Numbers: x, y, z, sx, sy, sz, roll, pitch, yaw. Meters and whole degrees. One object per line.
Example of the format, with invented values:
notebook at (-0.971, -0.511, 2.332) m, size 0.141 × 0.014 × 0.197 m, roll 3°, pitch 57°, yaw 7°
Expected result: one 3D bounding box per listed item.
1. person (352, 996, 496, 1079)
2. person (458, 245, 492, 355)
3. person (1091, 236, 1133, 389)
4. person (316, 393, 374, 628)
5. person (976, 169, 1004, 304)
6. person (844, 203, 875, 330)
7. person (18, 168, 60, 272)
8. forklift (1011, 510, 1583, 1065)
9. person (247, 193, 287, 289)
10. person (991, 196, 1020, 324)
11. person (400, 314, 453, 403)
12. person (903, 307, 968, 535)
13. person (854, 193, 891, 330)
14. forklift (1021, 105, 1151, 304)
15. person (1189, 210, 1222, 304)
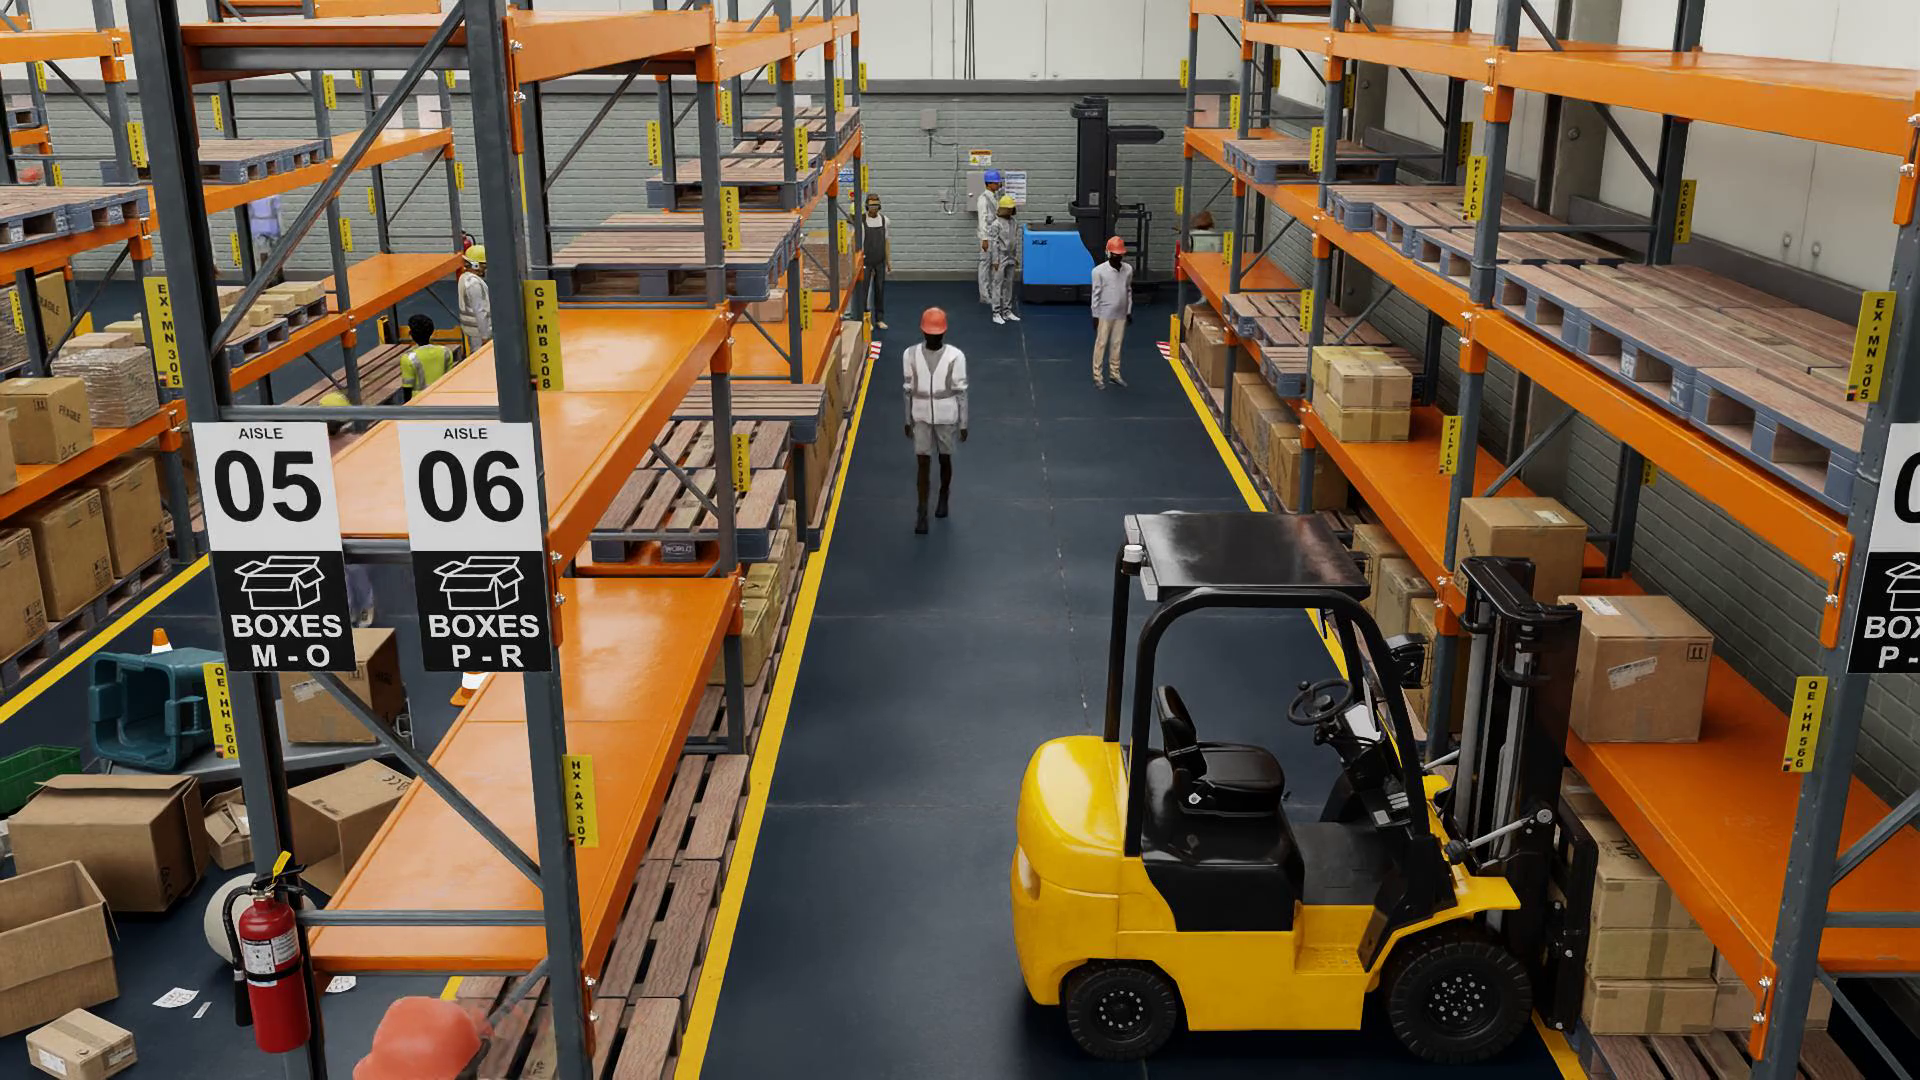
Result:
person at (-1.362, 2.115, 4.448) m, size 0.759 × 2.013 × 0.633 m, roll 0°, pitch 18°, yaw -1°
person at (-5.195, -2.275, 18.025) m, size 0.403 × 1.826 × 0.589 m, roll -10°, pitch 21°, yaw -27°
person at (1.773, -2.627, 19.200) m, size 0.564 × 1.751 × 0.342 m, roll -10°, pitch 21°, yaw -28°
person at (-4.447, -0.175, 11.807) m, size 0.563 × 1.747 × 0.405 m, roll 2°, pitch 18°, yaw 5°
person at (0.448, -4.457, 24.430) m, size 0.391 × 1.948 × 0.605 m, roll 7°, pitch 20°, yaw 20°
person at (-1.370, -3.684, 22.429) m, size 0.486 × 1.736 × 0.320 m, roll -3°, pitch 19°, yaw -9°
person at (-13.643, -4.582, 24.827) m, size 0.389 × 1.951 × 0.770 m, roll -4°, pitch 19°, yaw -11°
forklift at (1.387, 1.055, 7.378) m, size 2.313 × 2.155 × 1.214 m, roll 0°, pitch 18°, yaw 0°
person at (-10.516, -4.699, 25.229) m, size 0.561 × 1.892 × 0.945 m, roll -5°, pitch 19°, yaw -15°
person at (0.642, -3.877, 22.998) m, size 0.295 × 1.744 × 0.491 m, roll 16°, pitch 24°, yaw 41°
person at (-4.754, -1.185, 14.936) m, size 0.320 × 1.693 × 0.534 m, roll 13°, pitch 23°, yaw 35°
person at (-0.213, -1.052, 14.205) m, size 0.561 × 1.908 × 0.816 m, roll 2°, pitch 18°, yaw 5°
person at (-1.172, -3.745, 22.436) m, size 0.508 × 1.844 × 0.336 m, roll -8°, pitch 20°, yaw -22°
forklift at (1.857, -4.944, 24.441) m, size 1.873 × 2.768 × 1.129 m, roll 0°, pitch 18°, yaw 0°
person at (3.318, -3.678, 22.609) m, size 0.668 × 1.601 × 0.518 m, roll -15°, pitch 23°, yaw -38°
